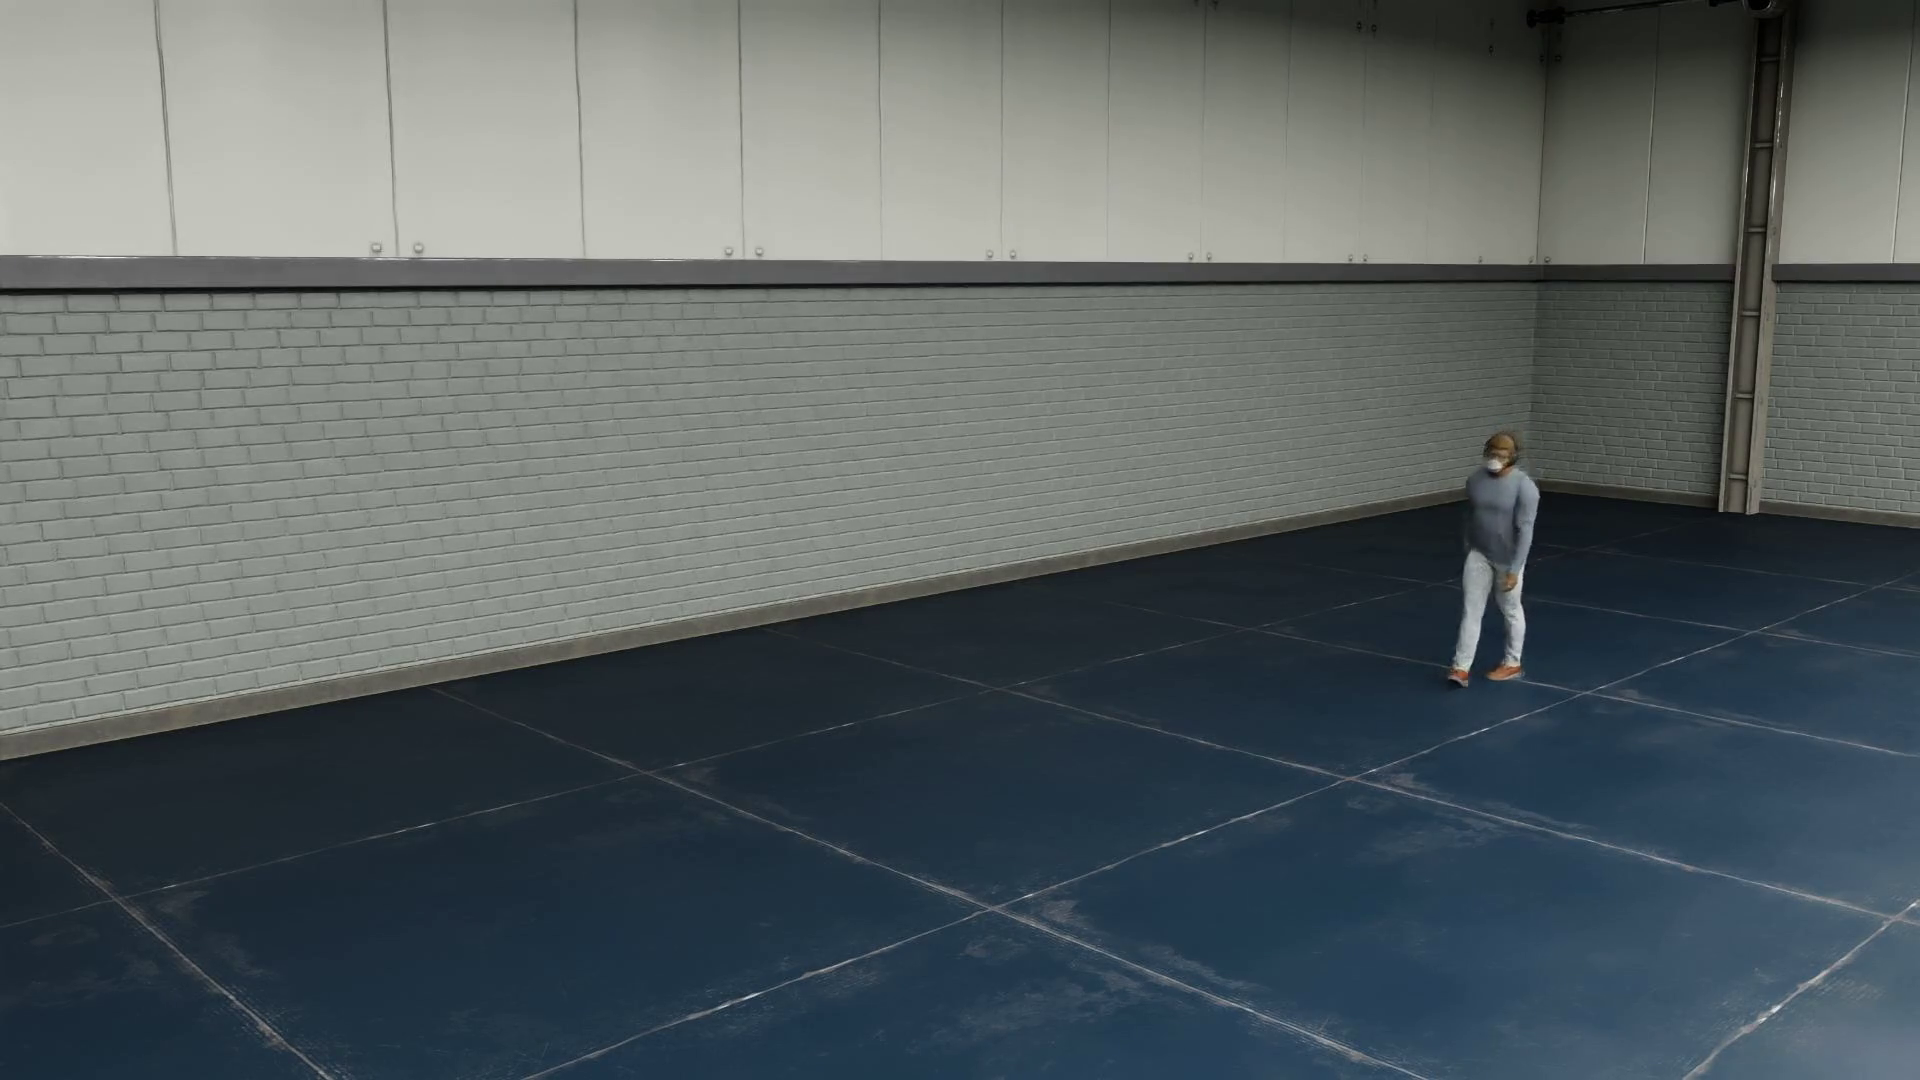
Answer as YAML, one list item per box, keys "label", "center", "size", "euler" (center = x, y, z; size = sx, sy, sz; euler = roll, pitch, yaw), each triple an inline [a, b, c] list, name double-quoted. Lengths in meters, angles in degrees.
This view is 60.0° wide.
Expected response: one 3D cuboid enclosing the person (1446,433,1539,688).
- label: "person"
  center: [3.873, 0.154, 12.089]
  size: [0.944, 1.883, 0.655]
  euler: [-8, 12, -39]
